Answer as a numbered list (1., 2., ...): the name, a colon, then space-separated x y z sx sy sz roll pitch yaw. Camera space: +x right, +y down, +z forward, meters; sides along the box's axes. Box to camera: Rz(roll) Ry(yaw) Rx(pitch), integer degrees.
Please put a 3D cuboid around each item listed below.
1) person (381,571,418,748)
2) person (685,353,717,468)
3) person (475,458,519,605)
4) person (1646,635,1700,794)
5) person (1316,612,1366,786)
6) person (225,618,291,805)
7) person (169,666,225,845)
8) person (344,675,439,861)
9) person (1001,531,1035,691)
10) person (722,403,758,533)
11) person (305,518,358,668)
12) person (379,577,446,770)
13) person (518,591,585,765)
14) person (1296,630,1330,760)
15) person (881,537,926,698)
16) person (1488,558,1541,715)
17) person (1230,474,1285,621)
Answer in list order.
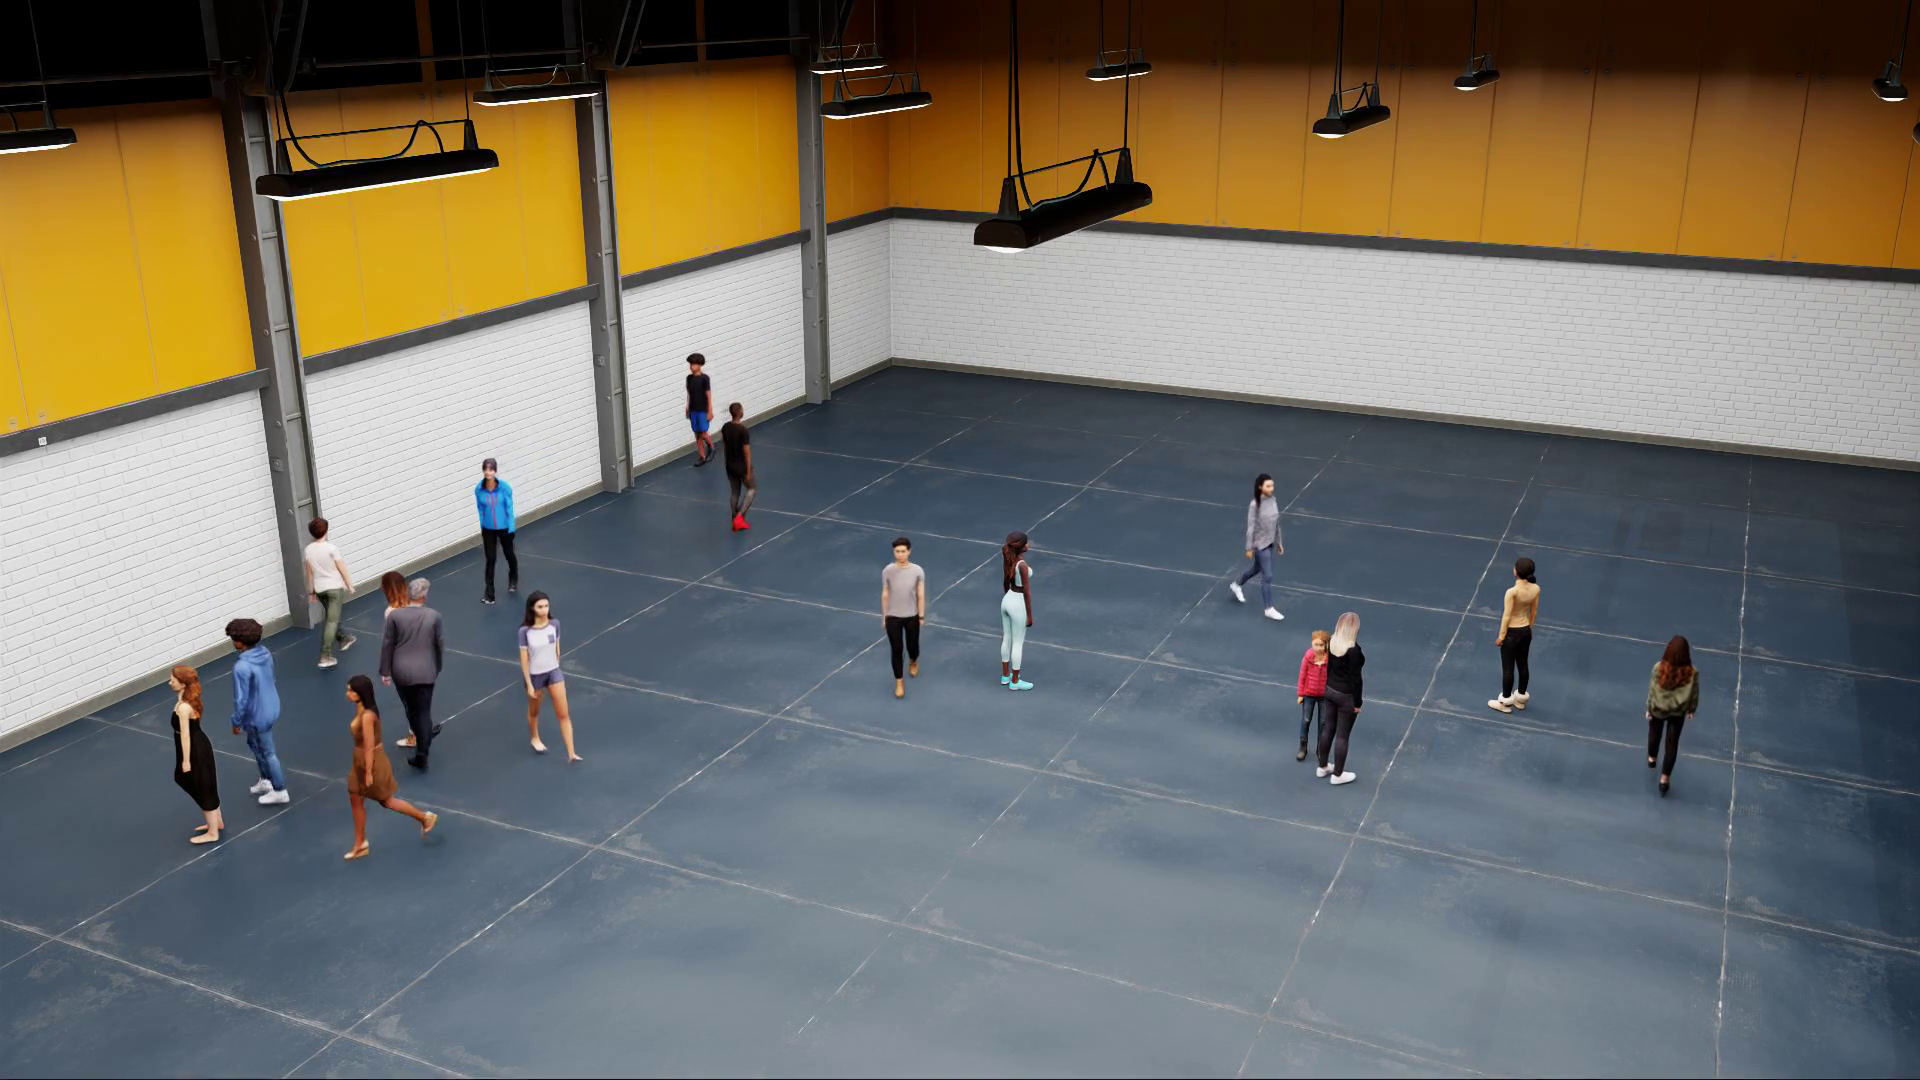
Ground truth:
1. person: -5.405 1.155 16.220 0.687 1.791 0.523 4 19 13
2. person: -3.962 -2.021 25.665 0.618 1.781 0.702 10 21 27
3. person: -5.555 -0.137 20.121 0.934 1.748 1.248 1 19 3
4. person: 6.555 1.630 15.364 0.631 1.436 0.988 7 20 20
5. person: 3.539 1.464 15.470 0.727 1.683 0.691 -9 21 -26
6. person: -6.246 1.553 15.032 0.846 1.794 0.731 2 19 6
7. person: -6.621 1.848 14.425 0.728 1.623 0.665 -6 20 -17
8. person: -4.910 1.929 14.126 1.103 1.660 0.924 -12 22 -31
9. person: 0.588 0.730 17.584 0.685 1.725 0.657 -11 22 -30
10. person: -3.053 -0.957 22.483 0.667 1.795 0.678 10 21 28
11. person: -6.909 0.596 18.148 0.710 1.619 1.132 4 19 12
12. person: -5.197 1.300 15.809 1.068 1.778 1.219 -4 19 -12
13. person: -4.046 1.307 15.938 1.135 1.683 1.027 -13 22 -33
14. person: 3.430 1.482 15.988 0.572 1.318 0.574 3 19 8
15. person: -0.596 0.771 17.490 0.793 1.708 0.958 1 19 3
16. person: 5.703 0.958 17.008 0.679 1.660 0.749 -8 20 -23
17. person: 3.526 0.034 19.688 1.146 1.701 0.953 -17 25 -40
